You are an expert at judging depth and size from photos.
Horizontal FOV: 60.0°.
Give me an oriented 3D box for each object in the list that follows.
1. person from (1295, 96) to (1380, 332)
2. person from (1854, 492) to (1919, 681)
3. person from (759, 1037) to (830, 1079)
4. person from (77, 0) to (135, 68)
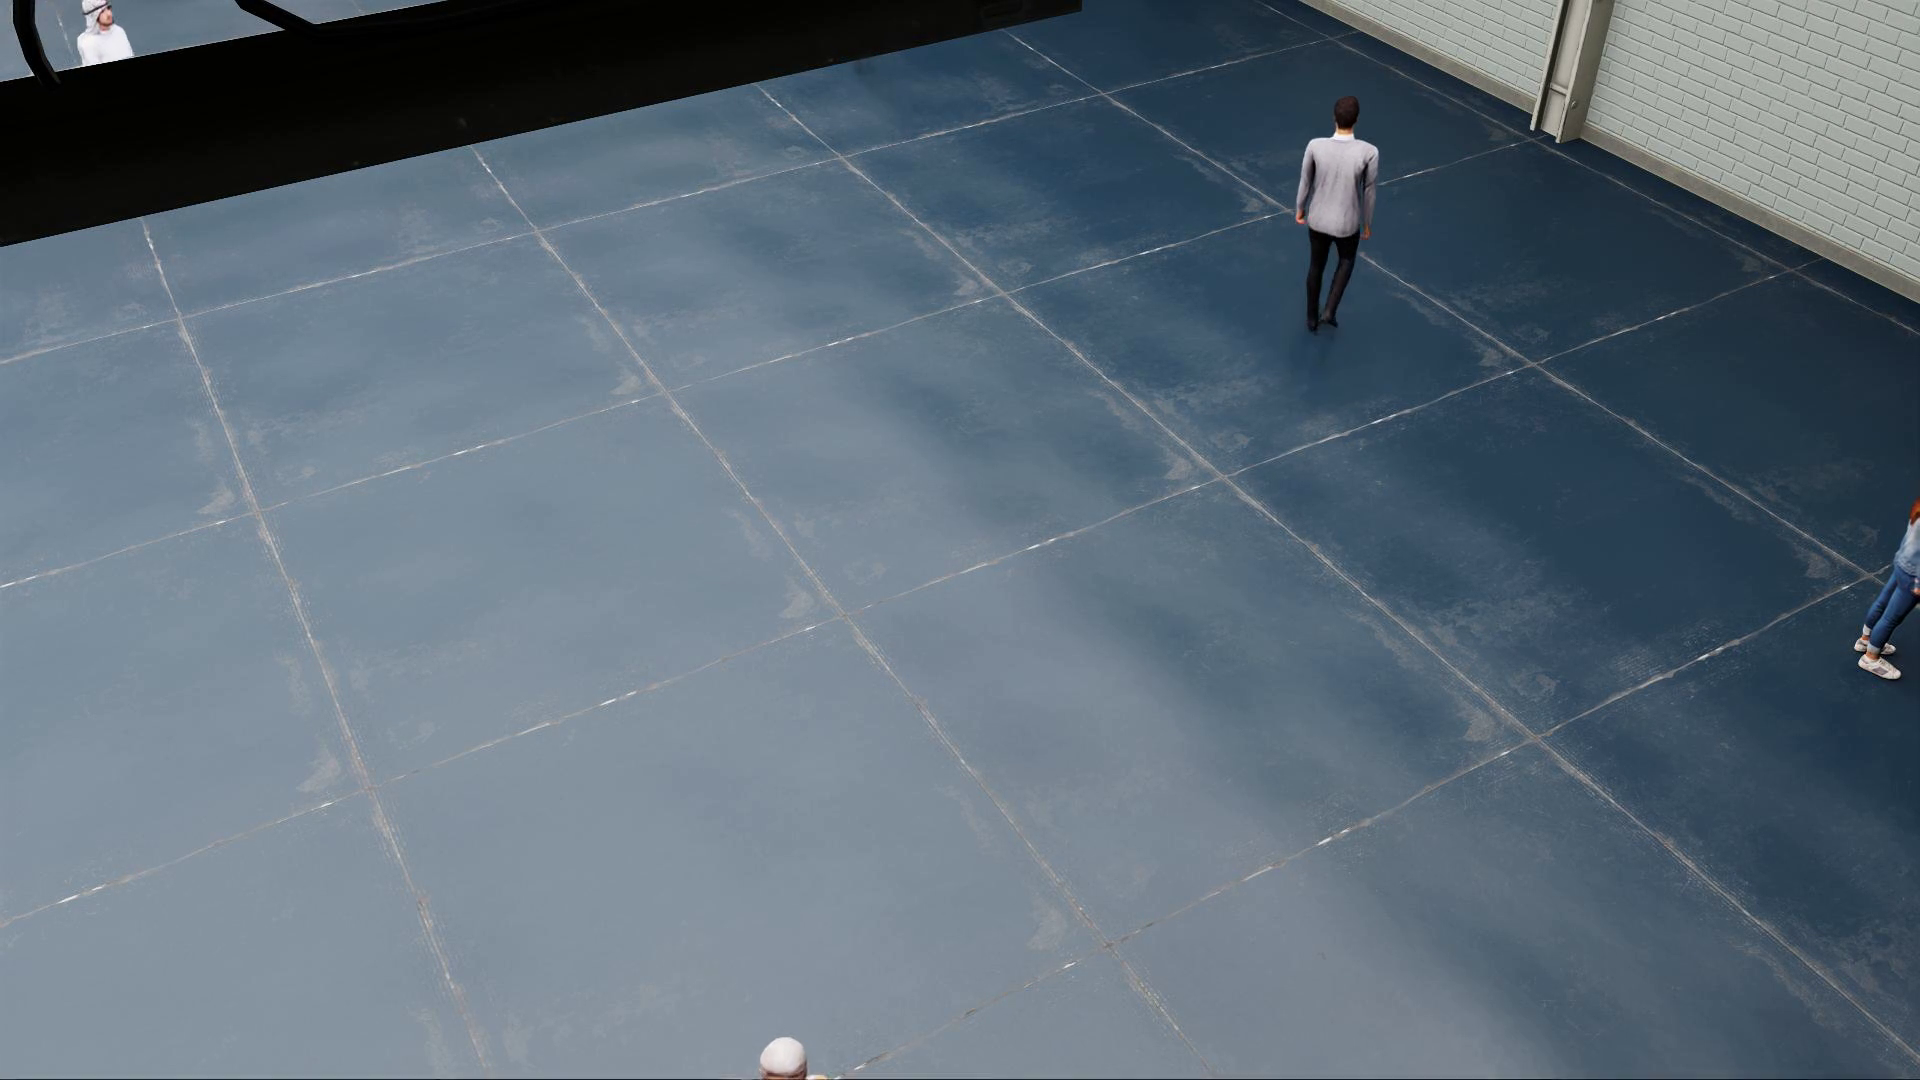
[{"bbox_3d":[2.852,-2.425,12.735,0.871,1.908,0.950,13,40,16],"label":"person"},{"bbox_3d":[5.613,0.147,9.797,0.683,1.478,0.641,13,40,16],"label":"person"},{"bbox_3d":[-0.712,2.473,6.648,0.689,1.694,0.701,-12,40,-15],"label":"person"},{"bbox_3d":[-7.320,-3.789,14.475,0.944,1.912,0.884,11,39,13],"label":"person"}]
